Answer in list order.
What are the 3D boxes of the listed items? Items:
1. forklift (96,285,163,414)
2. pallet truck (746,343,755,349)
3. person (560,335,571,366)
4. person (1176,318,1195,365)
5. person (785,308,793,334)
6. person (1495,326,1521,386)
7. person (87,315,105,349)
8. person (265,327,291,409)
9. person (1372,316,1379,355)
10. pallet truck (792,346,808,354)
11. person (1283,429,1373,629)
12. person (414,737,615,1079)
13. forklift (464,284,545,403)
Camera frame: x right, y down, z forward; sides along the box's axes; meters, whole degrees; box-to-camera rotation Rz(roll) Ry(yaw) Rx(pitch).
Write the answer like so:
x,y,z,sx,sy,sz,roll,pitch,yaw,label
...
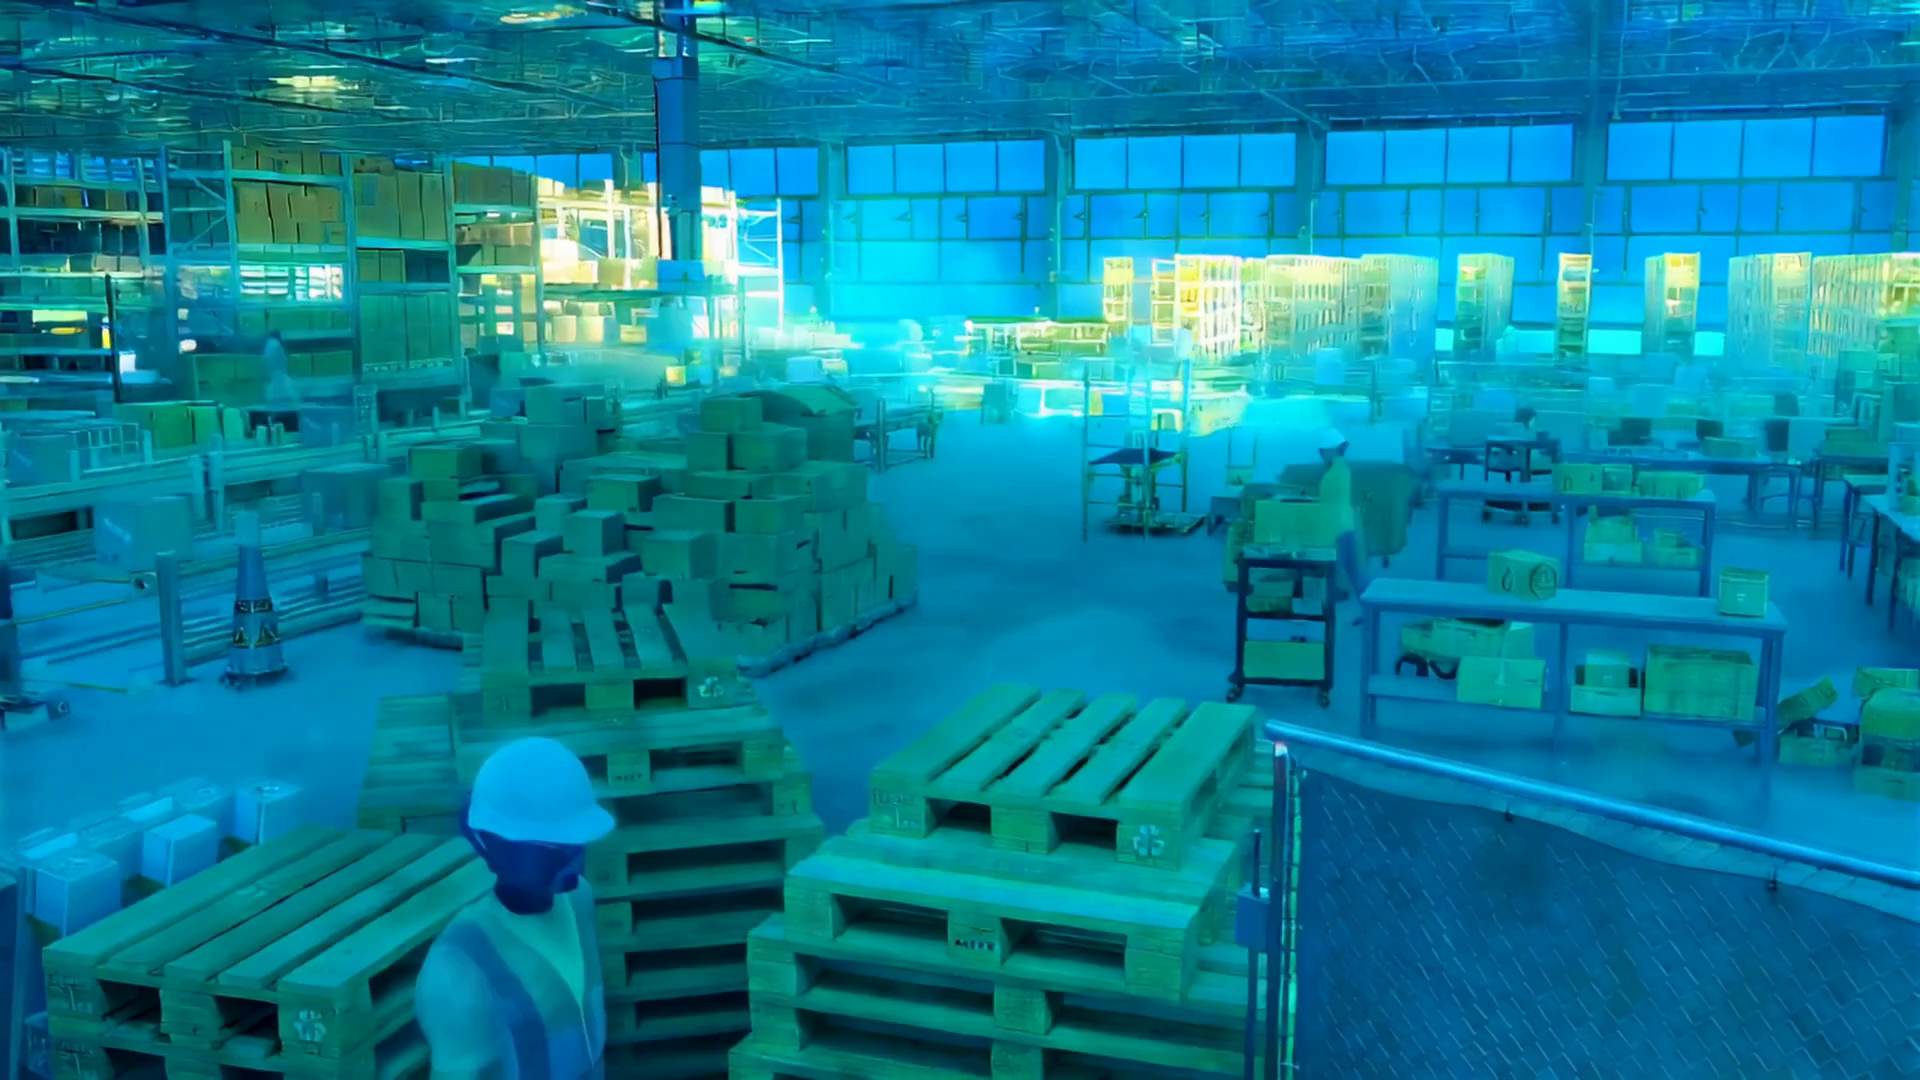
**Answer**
x,y,z,sx,sy,sz,roll,pitch,yaw,label
-17.716,-4.130,36.021,1.873,2.768,1.129,3,10,20,forklift
-6.183,-4.618,44.264,1.601,1.201,0.680,-9,12,-43,pallet truck
-10.051,-4.563,42.703,0.508,1.608,0.654,8,12,40,person
6.105,-5.104,45.286,0.659,1.873,0.660,-7,12,-39,person
-6.779,-8.281,65.693,0.572,1.721,0.518,4,10,25,person
12.969,-4.144,39.385,0.588,1.835,0.403,0,9,1,person
-25.061,-5.565,48.136,0.568,1.891,0.957,5,10,30,person
-14.889,-3.708,36.423,0.841,1.909,0.647,-6,11,-35,person
13.129,-6.330,52.652,0.413,1.986,0.607,3,10,21,person
-3.705,-4.298,42.022,0.653,1.274,1.630,3,10,20,pallet truck
3.183,-0.087,14.274,0.914,1.715,0.551,6,11,31,person
-0.930,1.431,3.726,0.391,2.040,0.615,2,9,12,person
-10.832,-4.702,39.610,1.129,2.768,1.873,3,10,20,forklift
